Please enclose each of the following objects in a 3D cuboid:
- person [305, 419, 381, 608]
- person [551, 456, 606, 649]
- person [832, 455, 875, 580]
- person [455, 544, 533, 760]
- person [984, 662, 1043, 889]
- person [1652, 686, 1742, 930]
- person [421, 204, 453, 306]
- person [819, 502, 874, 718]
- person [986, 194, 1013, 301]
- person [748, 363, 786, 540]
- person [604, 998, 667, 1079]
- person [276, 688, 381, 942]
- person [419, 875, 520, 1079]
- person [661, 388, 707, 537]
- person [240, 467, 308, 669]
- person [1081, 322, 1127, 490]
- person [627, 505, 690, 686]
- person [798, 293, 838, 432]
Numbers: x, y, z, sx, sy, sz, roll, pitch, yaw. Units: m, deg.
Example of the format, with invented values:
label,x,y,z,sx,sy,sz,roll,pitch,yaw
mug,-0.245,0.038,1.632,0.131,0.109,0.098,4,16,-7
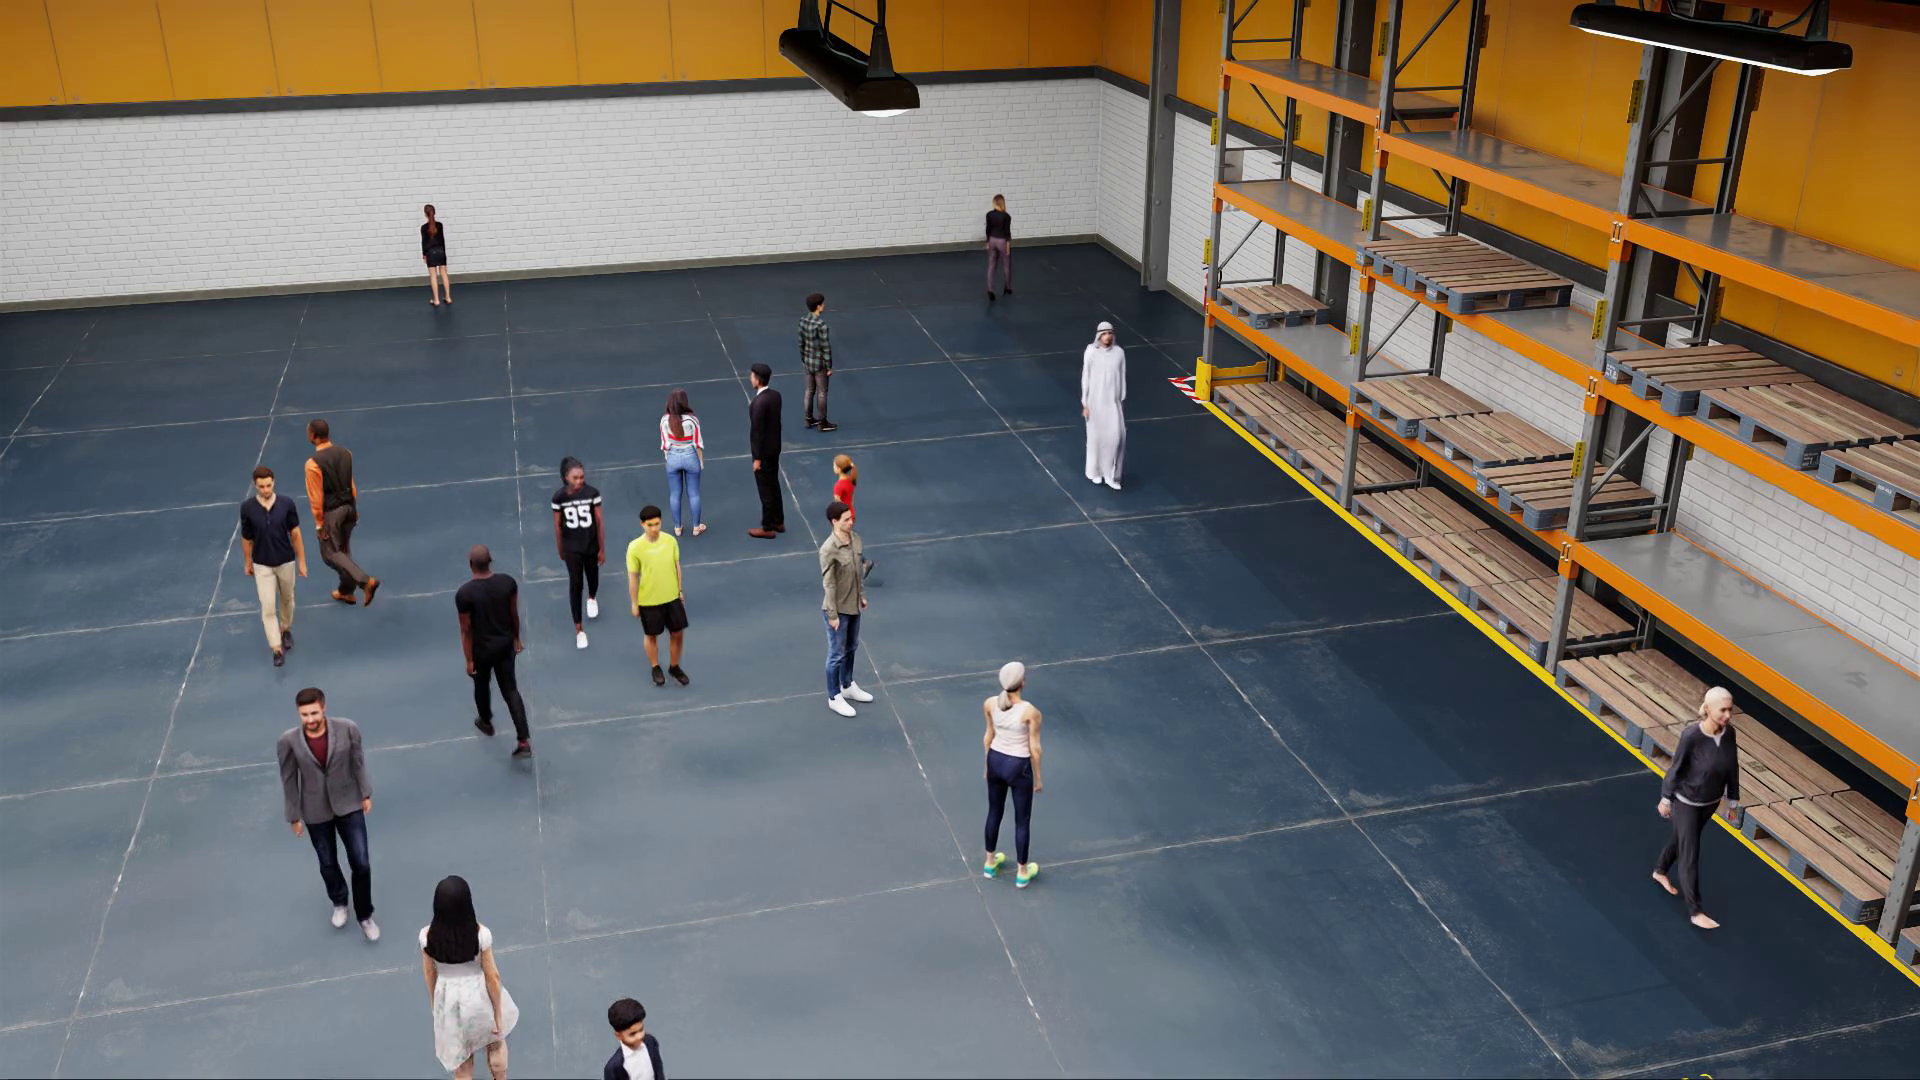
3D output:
label,x,y,z,sx,sy,sz,roll,pitch,yaw
person,-5.825,-0.209,15.711,1.121,1.889,1.066,13,27,27
person,-3.482,0.046,15.370,0.615,1.695,1.158,-6,24,-14
person,-1.086,-0.203,16.438,0.776,1.296,0.761,9,25,20
person,-3.673,0.931,13.241,0.994,1.780,1.312,-17,29,-34
person,0.351,1.641,11.719,0.673,1.698,0.728,12,26,26
person,5.031,1.741,11.493,0.659,1.696,0.996,-7,25,-15
person,-8.136,-4.444,25.816,0.591,1.556,0.627,-16,28,-32
person,-0.997,0.551,14.000,0.842,1.868,0.775,12,26,26
person,0.561,-4.520,25.886,0.909,1.641,0.993,11,26,23
person,-2.010,-0.940,17.400,0.848,1.876,0.718,7,24,15
person,-1.828,3.026,9.153,0.681,1.215,0.629,18,29,35
person,-4.241,1.776,11.219,0.745,1.852,0.831,-8,25,-18
person,-2.748,2.700,9.230,0.687,1.751,0.828,-3,24,-7
person,-2.911,-0.825,17.466,0.649,1.613,0.605,1,24,1
person,-6.160,0.176,14.926,0.815,1.815,1.136,-11,26,-24
person,1.587,-1.564,18.792,0.713,1.906,0.864,-5,24,-12
person,-2.655,0.451,14.446,0.733,1.693,0.730,-12,27,-26
person,-1.778,-2.202,20.445,0.691,1.714,0.787,20,30,38
